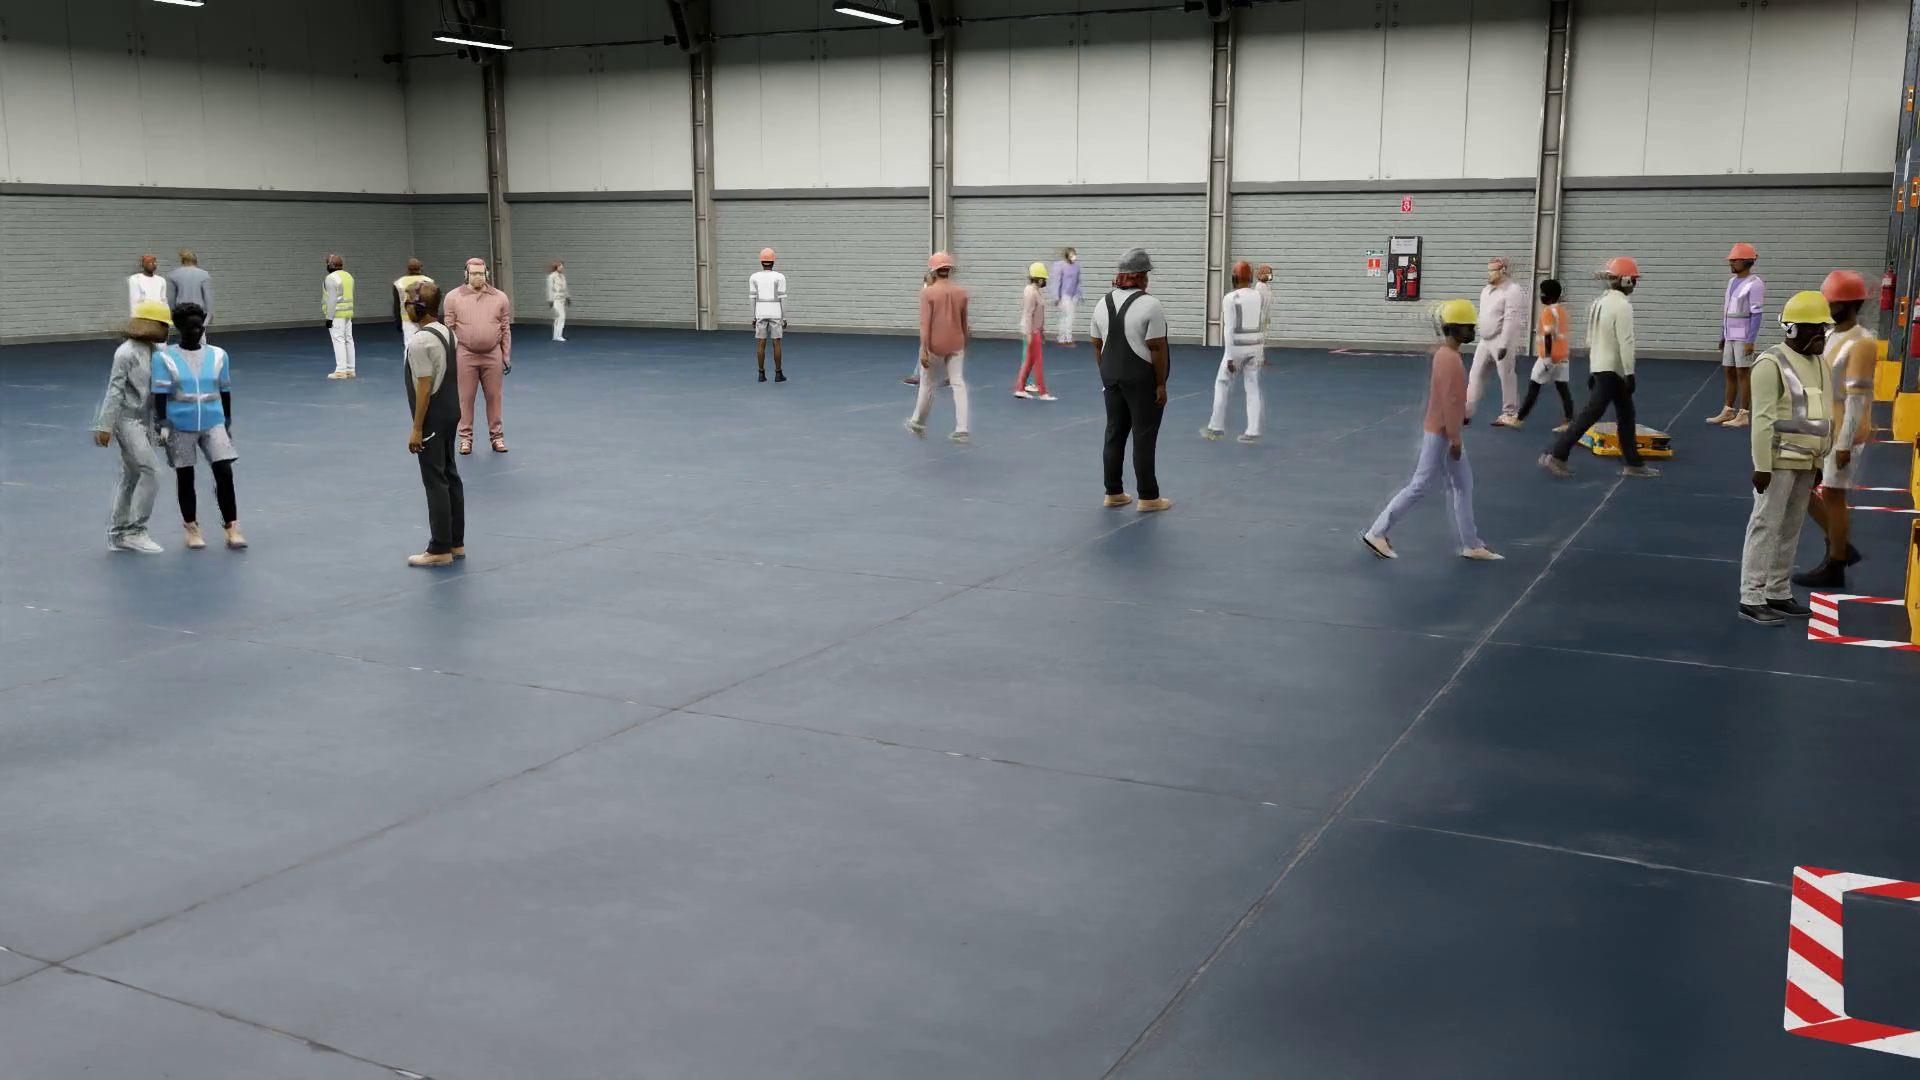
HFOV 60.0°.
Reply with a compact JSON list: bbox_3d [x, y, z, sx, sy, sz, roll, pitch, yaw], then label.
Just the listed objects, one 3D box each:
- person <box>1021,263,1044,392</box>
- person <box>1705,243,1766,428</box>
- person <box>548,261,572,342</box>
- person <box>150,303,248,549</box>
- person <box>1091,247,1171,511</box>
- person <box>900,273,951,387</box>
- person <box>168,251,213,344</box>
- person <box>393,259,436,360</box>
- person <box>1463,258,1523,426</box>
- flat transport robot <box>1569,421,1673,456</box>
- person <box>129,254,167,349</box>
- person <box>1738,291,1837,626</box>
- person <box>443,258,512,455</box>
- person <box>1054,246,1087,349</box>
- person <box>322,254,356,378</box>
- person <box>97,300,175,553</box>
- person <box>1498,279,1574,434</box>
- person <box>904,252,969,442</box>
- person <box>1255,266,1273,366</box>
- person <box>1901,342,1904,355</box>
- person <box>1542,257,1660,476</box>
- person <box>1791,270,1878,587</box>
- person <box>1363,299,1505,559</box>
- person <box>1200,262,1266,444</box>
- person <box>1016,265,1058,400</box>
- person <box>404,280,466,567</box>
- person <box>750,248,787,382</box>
[{"bbox_3d":[1.007,-2.908,22.770,0.341,1.758,0.526,2,11,10],"label":"person"},{"bbox_3d":[8.626,-2.263,18.464,0.385,2.045,0.605,-1,10,-5],"label":"person"},{"bbox_3d":[-8.033,-4.794,33.428,0.523,1.622,0.524,3,11,14],"label":"person"},{"bbox_3d":[-5.116,-0.746,11.186,0.551,1.678,0.626,-8,13,-39],"label":"person"},{"bbox_3d":[1.384,-1.256,12.982,0.538,2.000,0.684,-10,14,-43],"label":"person"},{"bbox_3d":[-0.437,-2.924,23.270,0.820,1.592,0.513,-6,12,-28],"label":"person"},{"bbox_3d":[-12.226,-3.650,26.472,0.647,1.885,1.009,-3,11,-16],"label":"person"},{"bbox_3d":[-7.971,-3.213,24.367,0.629,1.792,0.988,-2,11,-11],"label":"person"},{"bbox_3d":[5.848,-2.183,18.479,0.903,1.868,0.679,-3,11,-18],"label":"person"},{"bbox_3d":[6.519,-1.012,16.479,0.652,0.197,1.431,1,10,7],"label":"flat transport robot"},{"bbox_3d":[-11.925,-3.261,24.406,0.696,1.862,0.592,7,12,33],"label":"person"},{"bbox_3d":[4.570,-0.449,9.149,0.599,1.830,0.403,-7,13,-34],"label":"person"},{"bbox_3d":[-4.705,-1.794,16.283,0.643,1.908,0.411,-5,11,-24],"label":"person"},{"bbox_3d":[2.118,-4.577,31.451,0.779,1.913,0.646,9,14,40],"label":"person"},{"bbox_3d":[-9.294,-3.334,24.857,0.429,1.842,0.634,2,11,9],"label":"person"},{"bbox_3d":[-5.520,-0.751,11.163,0.581,1.690,0.511,0,10,-2],"label":"person"},{"bbox_3d":[6.289,-1.972,17.919,0.850,1.647,0.549,9,14,42],"label":"person"},{"bbox_3d":[-0.210,-2.023,17.423,0.657,1.938,1.008,-6,12,-31],"label":"person"},{"bbox_3d":[4.955,-3.655,27.173,0.278,1.633,0.507,6,12,29],"label":"person"},{"bbox_3d":[14.265,-3.338,24.683,1.002,1.924,0.619,8,13,36],"label":"person"},{"bbox_3d":[5.681,-1.512,14.655,1.023,1.950,0.625,1,10,6],"label":"person"},{"bbox_3d":[5.236,-0.651,9.985,0.403,1.924,0.561,1,10,7],"label":"person"},{"bbox_3d":[3.117,-0.709,10.905,0.896,1.733,0.543,3,11,15],"label":"person"},{"bbox_3d":[2.841,-1.935,17.208,0.584,1.850,0.859,-6,12,-29],"label":"person"},{"bbox_3d":[0.987,-2.689,21.610,0.515,1.760,0.544,2,11,12],"label":"person"},{"bbox_3d":[-3.413,-0.749,10.752,0.345,1.846,0.508,1,10,6],"label":"person"},{"bbox_3d":[-2.780,-3.271,24.240,0.550,1.942,0.346,1,10,7],"label":"person"}]
